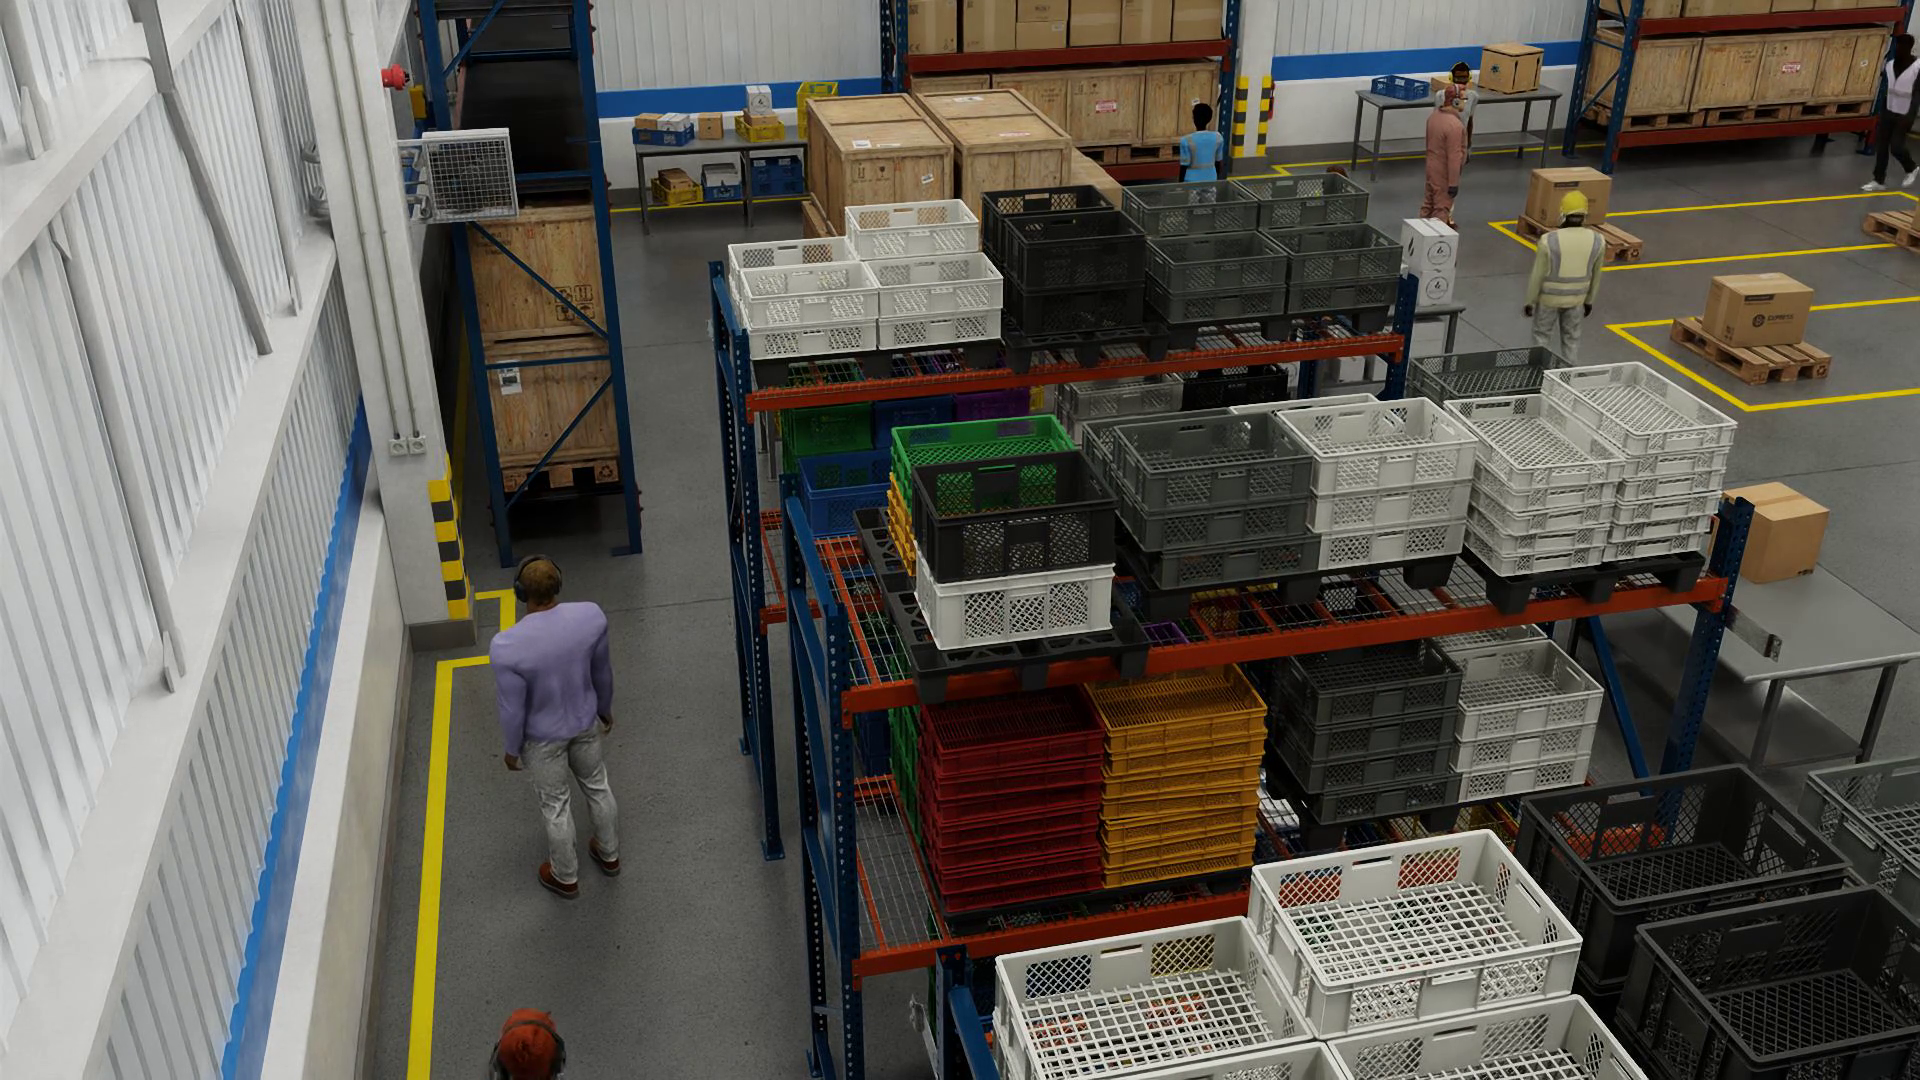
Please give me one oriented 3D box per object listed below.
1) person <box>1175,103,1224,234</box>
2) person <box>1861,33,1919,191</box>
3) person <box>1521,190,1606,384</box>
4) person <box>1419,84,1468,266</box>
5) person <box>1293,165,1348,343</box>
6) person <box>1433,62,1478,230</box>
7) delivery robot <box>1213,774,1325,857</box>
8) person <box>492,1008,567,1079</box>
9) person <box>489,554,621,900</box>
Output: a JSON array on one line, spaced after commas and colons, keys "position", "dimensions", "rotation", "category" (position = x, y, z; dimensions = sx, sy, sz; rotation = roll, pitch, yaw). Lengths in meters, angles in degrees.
[{"position": [2.529, -3.782, 17.672], "dimensions": [0.539, 1.695, 0.318], "rotation": [-12, 30, -22], "category": "person"}, {"position": [11.367, -5.152, 20.074], "dimensions": [0.615, 1.884, 0.609], "rotation": [-8, 29, -15], "category": "person"}, {"position": [5.182, -2.101, 14.342], "dimensions": [0.600, 1.830, 0.404], "rotation": [-2, 28, -3], "category": "person"}, {"position": [5.132, -3.862, 17.603], "dimensions": [0.408, 1.908, 0.644], "rotation": [-5, 28, -9], "category": "person"}, {"position": [3.302, -2.483, 15.056], "dimensions": [0.627, 1.844, 0.429], "rotation": [3, 28, 6], "category": "person"}, {"position": [5.520, -4.430, 18.719], "dimensions": [0.513, 1.872, 0.328], "rotation": [-2, 28, -4], "category": "person"}, {"position": [1.630, 1.463, 8.841], "dimensions": [0.707, 0.478, 0.477], "rotation": [3, 28, 5], "category": "delivery robot"}, {"position": [-1.433, 2.376, 5.854], "dimensions": [0.584, 1.831, 0.996], "rotation": [-4, 28, -8], "category": "person"}, {"position": [-2.033, 0.947, 8.445], "dimensions": [0.633, 1.938, 0.356], "rotation": [-23, 35, -36], "category": "person"}]
